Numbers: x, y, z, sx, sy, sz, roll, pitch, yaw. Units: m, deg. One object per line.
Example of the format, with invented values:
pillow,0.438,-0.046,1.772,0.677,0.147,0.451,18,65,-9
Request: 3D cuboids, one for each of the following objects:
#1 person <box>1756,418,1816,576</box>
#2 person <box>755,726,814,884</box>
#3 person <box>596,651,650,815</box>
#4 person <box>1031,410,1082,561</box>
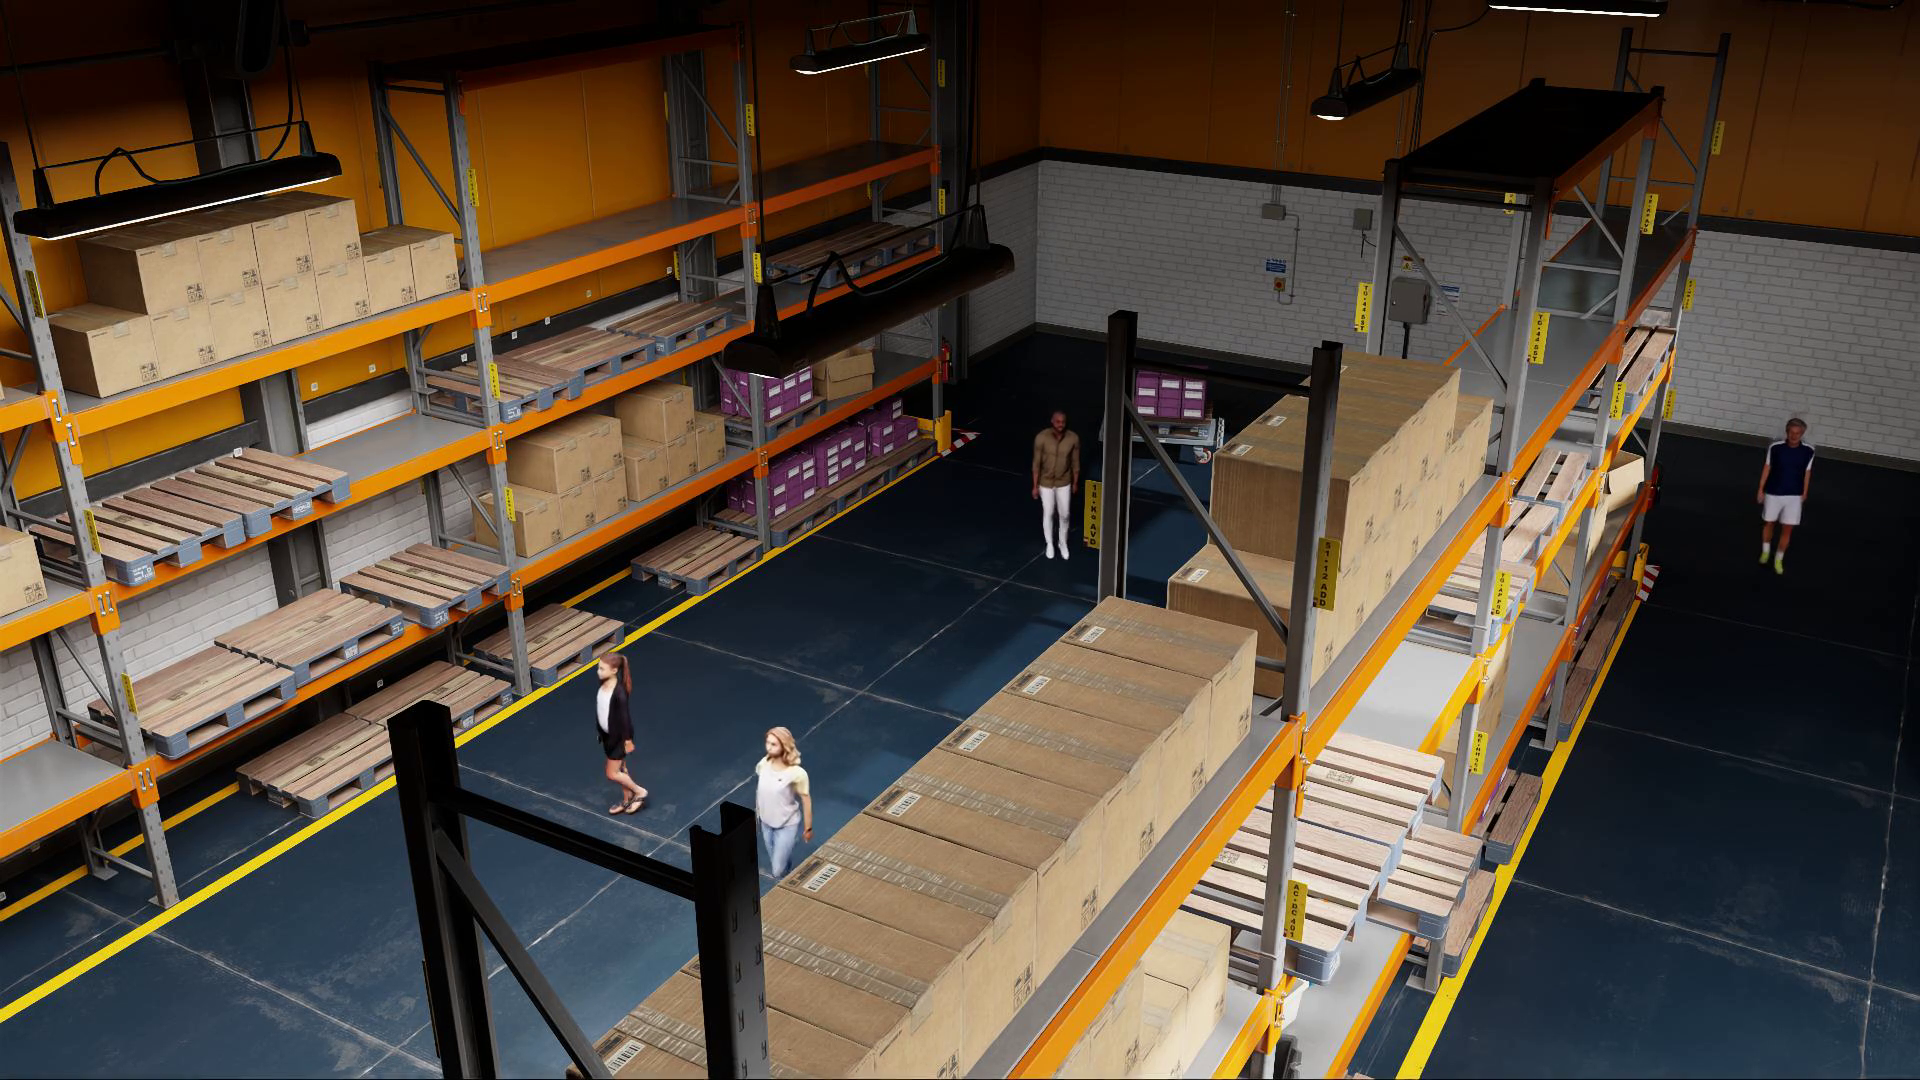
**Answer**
person,9.360,-0.558,18.908,0.709,1.816,0.851,10,26,23
person,-1.317,2.167,12.803,0.665,1.712,0.664,16,28,33
person,-2.871,1.630,14.238,0.699,1.546,0.637,-16,28,-32
person,1.083,-0.682,19.201,0.847,1.809,0.845,0,24,0
